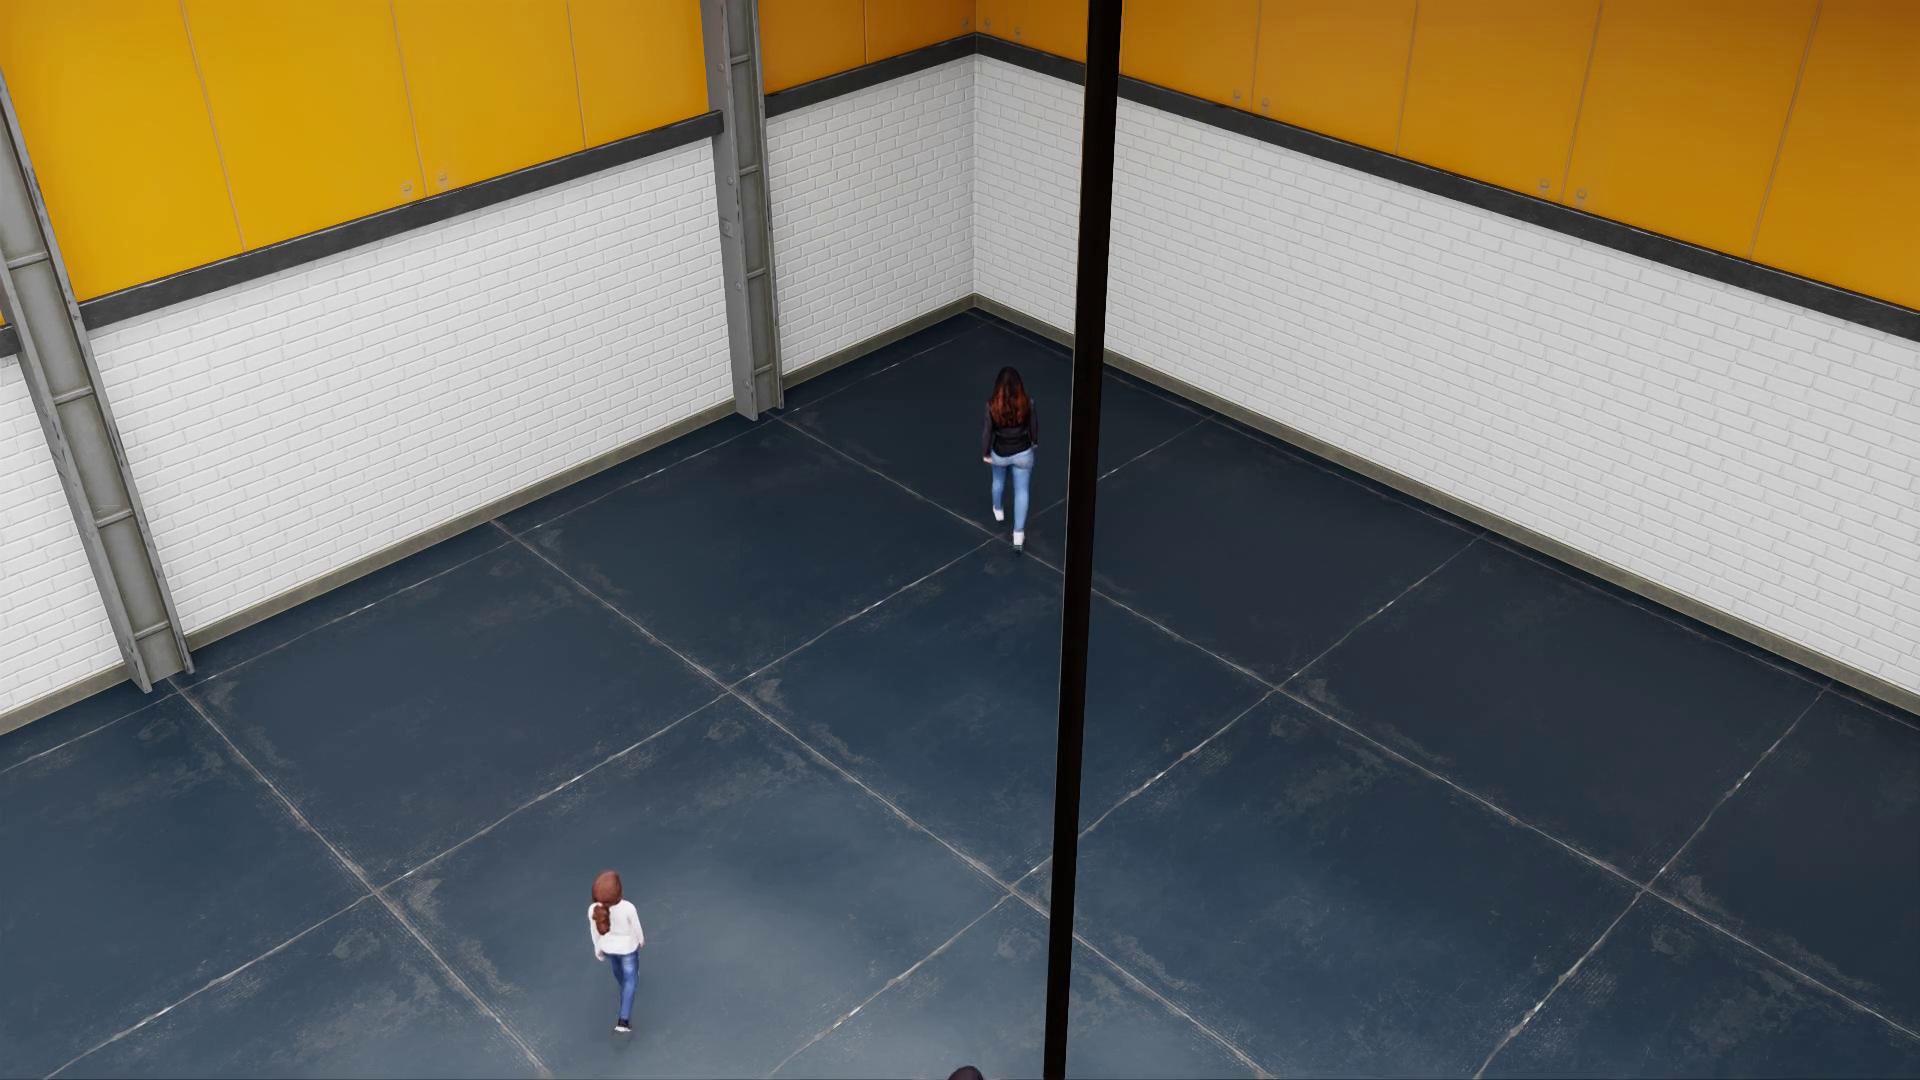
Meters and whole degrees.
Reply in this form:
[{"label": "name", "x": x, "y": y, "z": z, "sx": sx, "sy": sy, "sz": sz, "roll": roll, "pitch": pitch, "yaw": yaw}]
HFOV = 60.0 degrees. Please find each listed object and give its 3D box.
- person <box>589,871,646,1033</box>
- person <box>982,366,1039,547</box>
[{"label": "person", "x": -2.040, "y": 2.438, "z": 9.898, "sx": 0.692, "sy": 1.097, "sz": 0.813, "roll": 5, "pitch": 34, "yaw": 8}, {"label": "person", "x": 0.460, "y": -0.702, "z": 14.164, "sx": 1.000, "sy": 1.604, "sz": 1.072, "roll": 1, "pitch": 34, "yaw": 1}]
